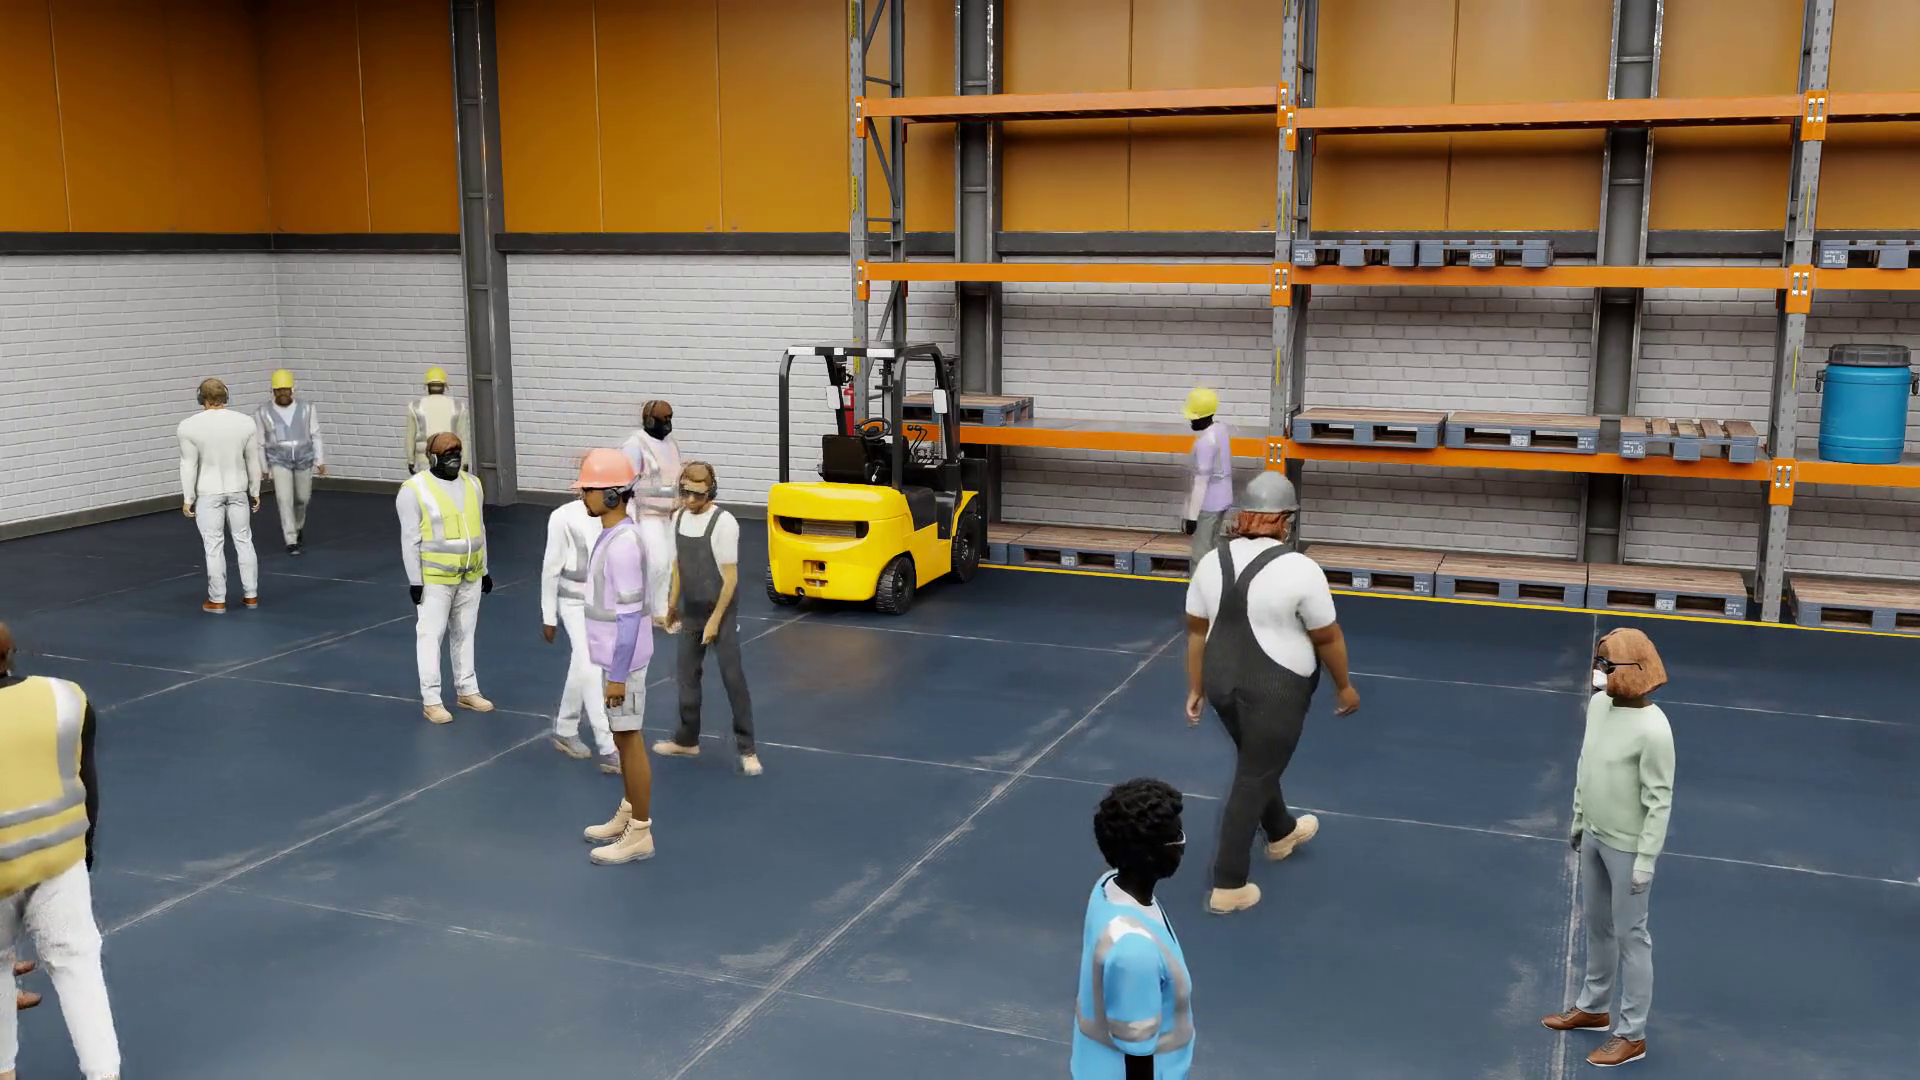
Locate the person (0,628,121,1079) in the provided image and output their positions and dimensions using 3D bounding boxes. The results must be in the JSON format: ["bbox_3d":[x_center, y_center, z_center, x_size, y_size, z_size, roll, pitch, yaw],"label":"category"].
[{"bbox_3d":[-3.213,1.135,5.691,0.921,1.812,0.622,10,14,43],"label":"person"}]

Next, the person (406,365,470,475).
[{"bbox_3d":[-5.203,-0.833,16.601,0.614,1.811,0.744,-4,11,-22],"label":"person"}]

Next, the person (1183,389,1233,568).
[{"bbox_3d":[2.012,-0.273,13.304,0.395,1.882,0.661,5,11,25],"label":"person"}]

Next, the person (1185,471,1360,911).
[{"bbox_3d":[1.447,0.638,7.765,1.046,2.000,0.693,-8,13,-39],"label":"person"}]

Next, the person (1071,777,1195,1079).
[{"bbox_3d":[0.446,1.433,4.294,0.315,1.696,0.541,0,10,-1],"label":"person"}]

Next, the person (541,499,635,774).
[{"bbox_3d":[-2.096,0.407,9.585,0.910,1.838,0.583,7,12,34],"label":"person"}]

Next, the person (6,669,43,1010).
[{"bbox_3d":[-3.917,0.914,6.607,0.403,1.904,0.651,-6,12,-31],"label":"person"}]

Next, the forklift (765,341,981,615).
[{"bbox_3d":[-0.739,-0.602,14.246,1.214,2.155,2.313,4,11,21],"label":"forklift"}]

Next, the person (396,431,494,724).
[{"bbox_3d":[-3.251,0.226,10.614,0.430,1.845,0.620,7,13,35],"label":"person"}]

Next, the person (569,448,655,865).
[{"bbox_3d":[-1.694,0.565,8.164,0.370,2.044,0.608,-3,11,-16],"label":"person"}]

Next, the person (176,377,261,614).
[{"bbox_3d":[-6.058,-0.367,13.651,0.635,1.936,0.354,-9,14,-41],"label":"person"}]

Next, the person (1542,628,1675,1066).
[{"bbox_3d":[2.431,1.126,6.184,0.279,1.633,0.505,-2,10,-10],"label":"person"}]

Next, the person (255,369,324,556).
[{"bbox_3d":[-6.615,-0.792,16.407,0.586,1.808,0.848,-6,12,-31],"label":"person"}]

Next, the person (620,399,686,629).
[{"bbox_3d":[-2.373,-0.190,12.982,0.430,1.824,0.656,5,11,24],"label":"person"}]

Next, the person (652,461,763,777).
[{"bbox_3d":[-1.492,0.431,9.591,0.815,1.812,0.373,7,12,35],"label":"person"}]
